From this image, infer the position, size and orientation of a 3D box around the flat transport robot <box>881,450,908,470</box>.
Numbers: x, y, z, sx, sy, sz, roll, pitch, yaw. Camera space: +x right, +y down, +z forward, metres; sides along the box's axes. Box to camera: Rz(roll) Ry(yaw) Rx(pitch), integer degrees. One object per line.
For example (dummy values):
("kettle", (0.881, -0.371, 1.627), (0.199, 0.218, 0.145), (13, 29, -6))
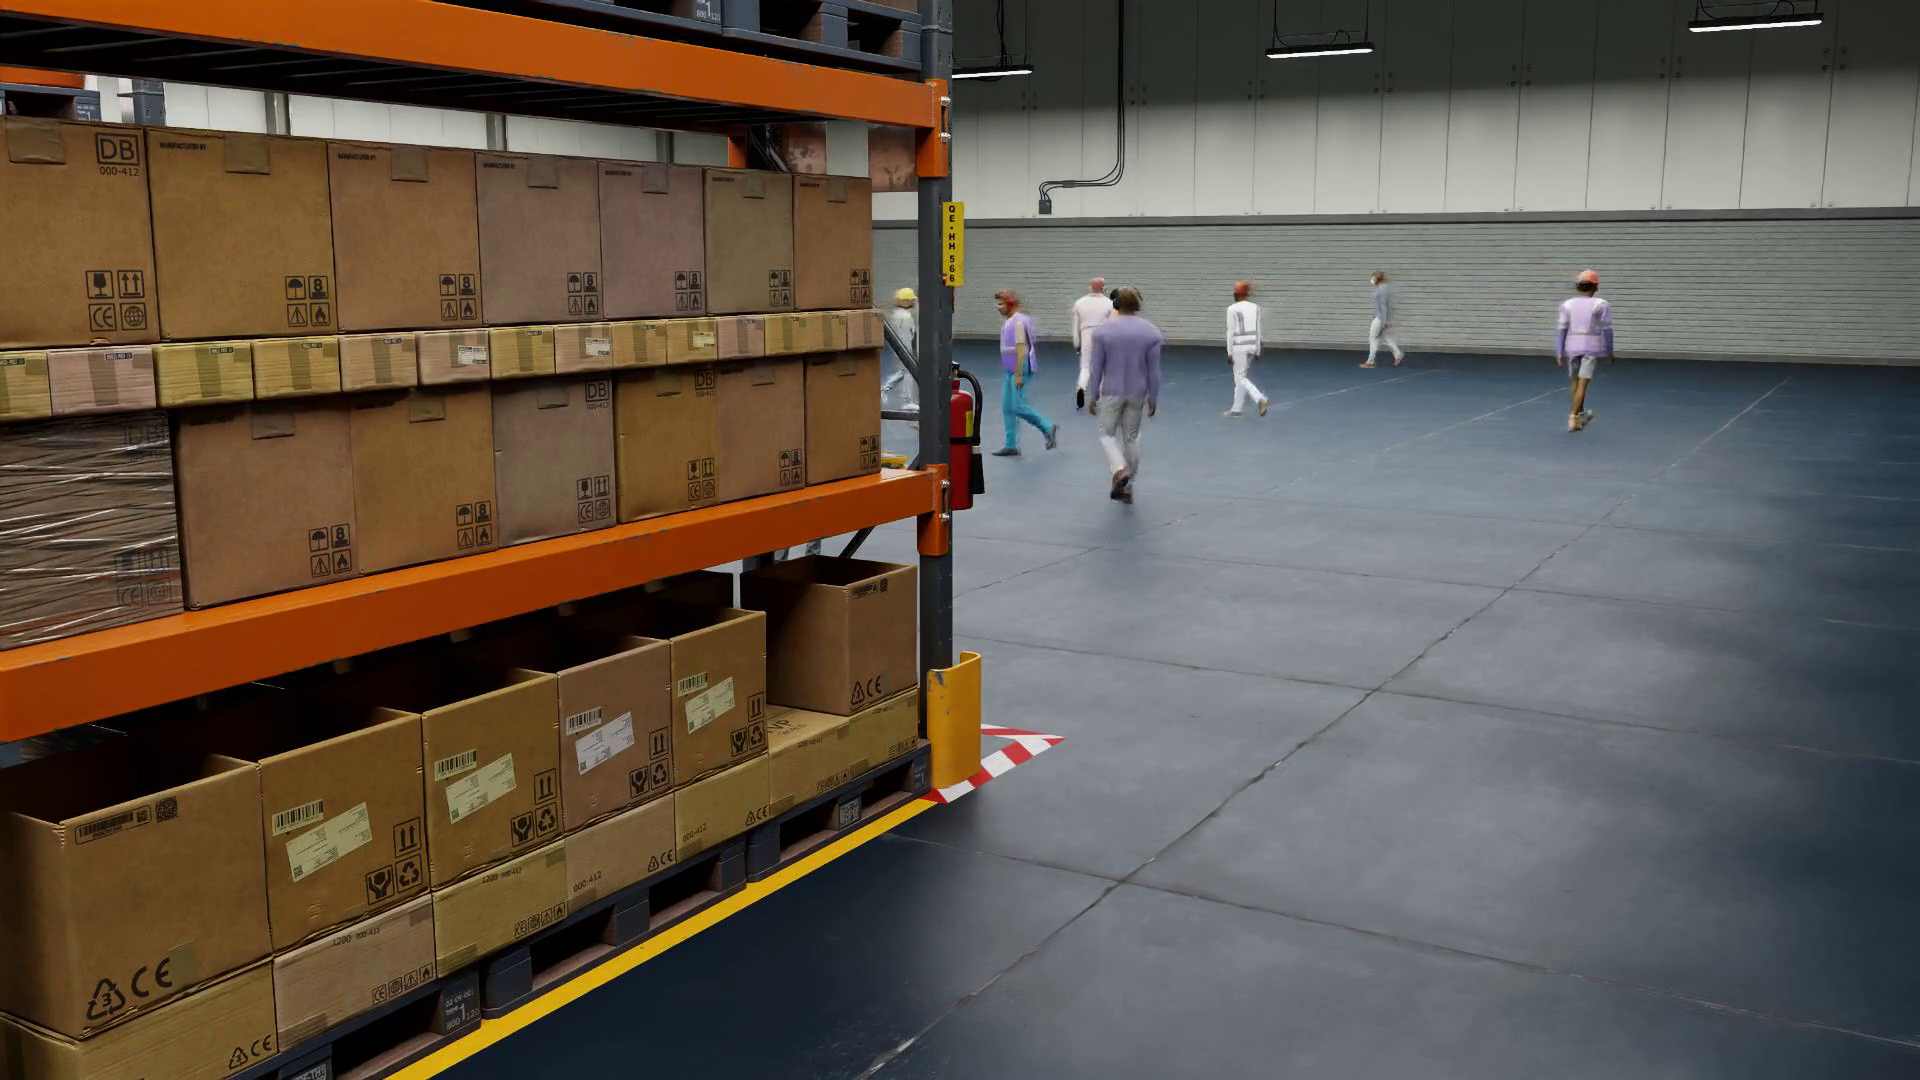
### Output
("flat transport robot", (-1.167, -0.717, 16.211), (1.431, 0.197, 0.652), (-6, 11, -32))

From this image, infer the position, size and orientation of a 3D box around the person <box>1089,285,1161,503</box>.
("person", (1.448, -1.257, 14.528), (0.639, 1.928, 0.526), (-2, 10, -9))

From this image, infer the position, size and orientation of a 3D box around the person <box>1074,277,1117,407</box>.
("person", (1.926, -2.810, 23.750), (0.653, 1.881, 0.737), (4, 10, 22))

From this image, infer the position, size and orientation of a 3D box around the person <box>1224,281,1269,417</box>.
("person", (3.845, -2.527, 22.197), (0.583, 1.859, 0.801), (-7, 12, -36))

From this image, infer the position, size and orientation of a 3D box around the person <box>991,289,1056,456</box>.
("person", (0.687, -1.817, 18.118), (0.645, 1.813, 0.606), (-3, 10, -17))

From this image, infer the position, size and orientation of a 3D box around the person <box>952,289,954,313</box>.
("person", (-0.530, -5.865, 41.826), (0.661, 1.815, 0.784), (-3, 10, -19))

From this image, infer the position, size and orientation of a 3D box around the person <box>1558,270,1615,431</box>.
("person", (7.888, -2.379, 20.907), (0.618, 1.989, 1.041), (9, 13, 43))

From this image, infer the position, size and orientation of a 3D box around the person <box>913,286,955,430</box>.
("person", (-0.277, -2.175, 19.762), (0.434, 1.969, 0.619), (-5, 11, -28))

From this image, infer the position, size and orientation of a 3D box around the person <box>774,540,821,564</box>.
("person", (-1.133, -0.560, 11.307), (0.500, 1.633, 0.285), (4, 10, 20))

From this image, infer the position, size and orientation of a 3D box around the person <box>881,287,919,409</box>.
("person", (-0.848, -2.718, 23.644), (0.518, 1.731, 0.493), (-3, 10, -18))

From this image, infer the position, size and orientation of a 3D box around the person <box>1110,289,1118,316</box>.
("person", (2.331, -2.896, 24.812), (0.531, 1.693, 0.320), (8, 13, 39))

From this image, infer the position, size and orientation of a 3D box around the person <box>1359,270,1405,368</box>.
("person", (8.277, -4.306, 32.458), (0.834, 1.914, 0.635), (1, 10, 7))
